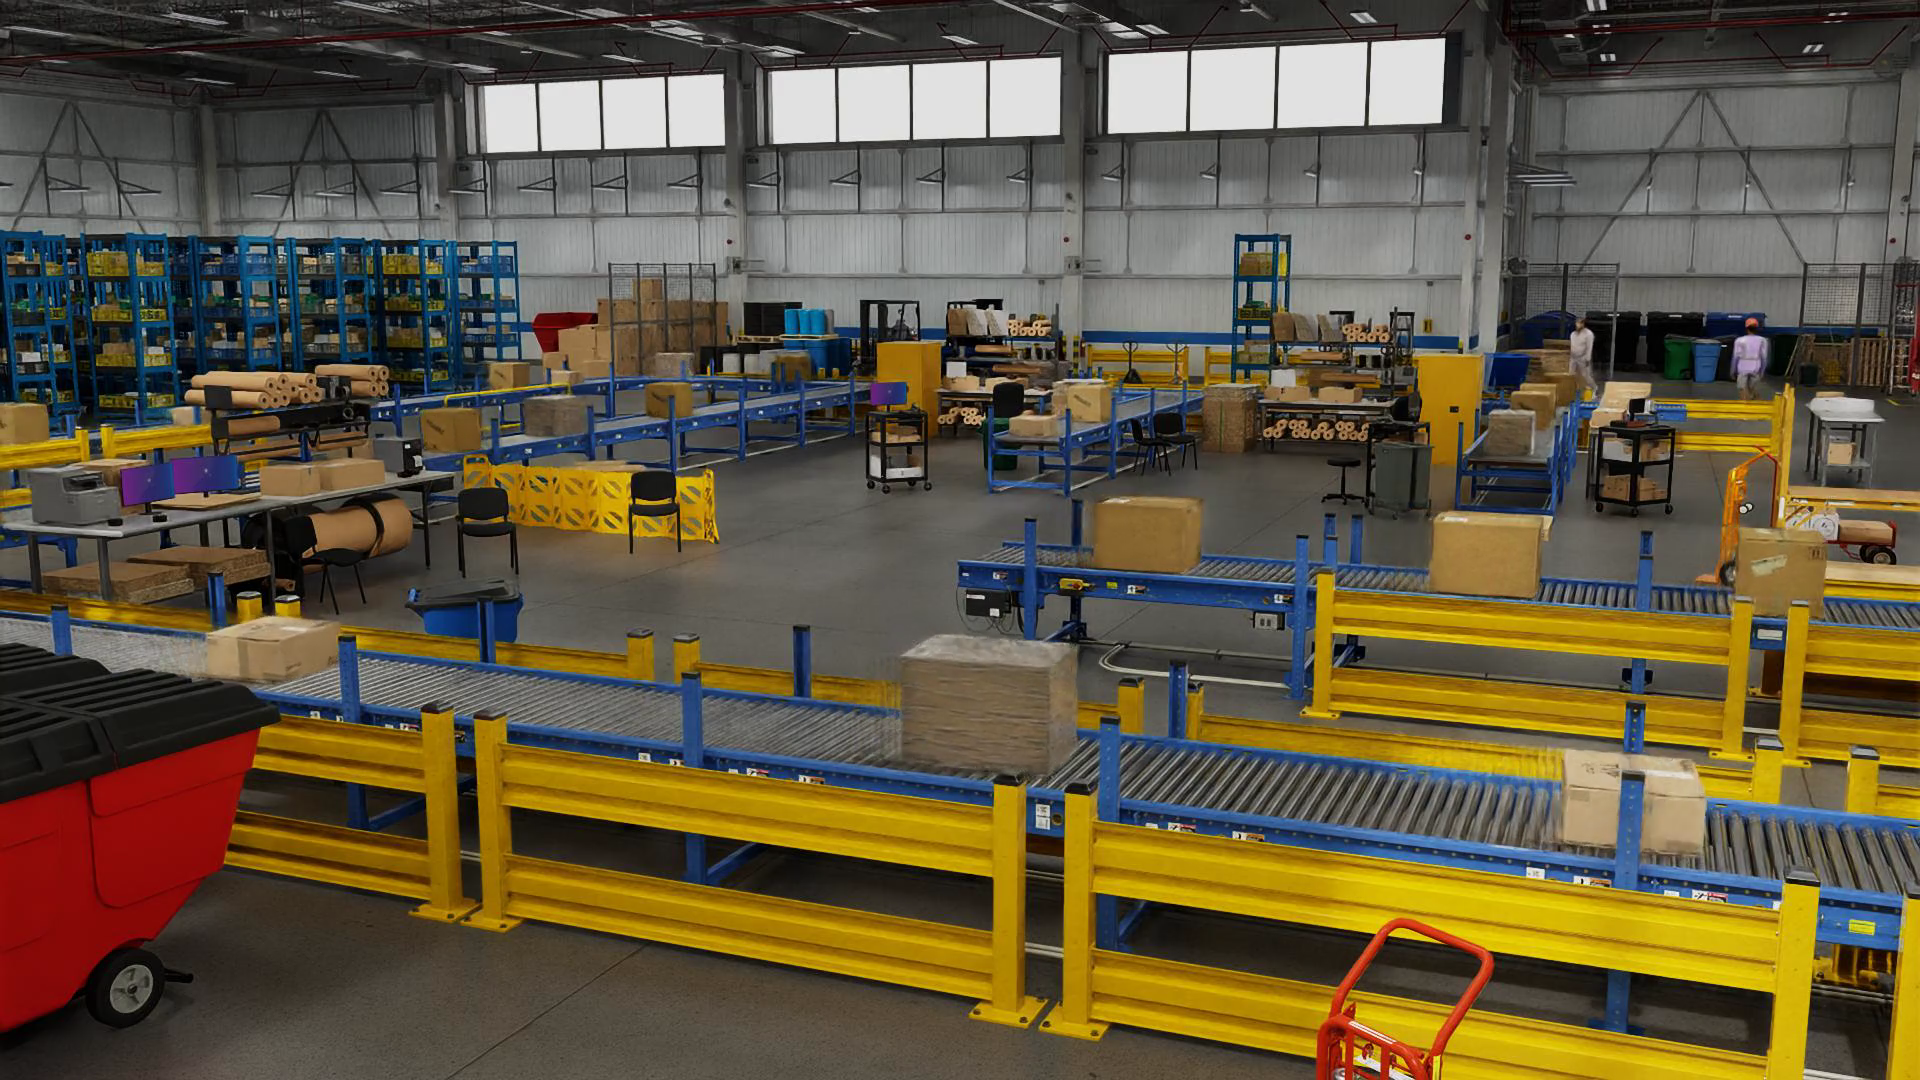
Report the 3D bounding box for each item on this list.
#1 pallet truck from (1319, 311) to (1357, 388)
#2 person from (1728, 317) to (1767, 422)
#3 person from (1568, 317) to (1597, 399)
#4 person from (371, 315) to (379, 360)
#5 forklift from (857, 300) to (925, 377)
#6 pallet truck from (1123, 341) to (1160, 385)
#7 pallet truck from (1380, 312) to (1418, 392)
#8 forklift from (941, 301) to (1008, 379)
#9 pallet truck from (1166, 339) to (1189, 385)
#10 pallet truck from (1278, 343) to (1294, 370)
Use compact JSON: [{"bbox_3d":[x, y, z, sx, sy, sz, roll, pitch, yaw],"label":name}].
[{"bbox_3d":[9.071,-4.419,39.190,0.823,1.965,1.885,5,10,26],"label":"pallet truck"},{"bbox_3d":[15.361,-3.325,32.482,0.621,2.026,0.551,1,9,4],"label":"person"},{"bbox_3d":[14.086,-4.106,37.663,0.811,1.878,0.650,-6,11,-33],"label":"person"},{"bbox_3d":[-16.074,-5.374,45.520,0.597,1.807,0.864,2,10,12],"label":"person"},{"bbox_3d":[-1.732,-5.109,42.468,1.157,1.987,2.680,4,10,22],"label":"forklift"},{"bbox_3d":[4.445,-4.380,41.279,0.680,1.201,1.601,4,10,22],"label":"pallet truck"},{"bbox_3d":[10.207,-4.283,38.369,0.823,1.965,1.885,3,10,20],"label":"pallet truck"},{"bbox_3d":[0.365,-4.966,41.571,1.157,1.987,2.680,3,10,20],"label":"forklift"},{"bbox_3d":[5.418,-4.269,40.420,0.704,1.261,1.522,3,10,20],"label":"pallet truck"},{"bbox_3d":[7.886,-4.163,39.743,0.653,1.274,1.630,4,10,22],"label":"pallet truck"}]
